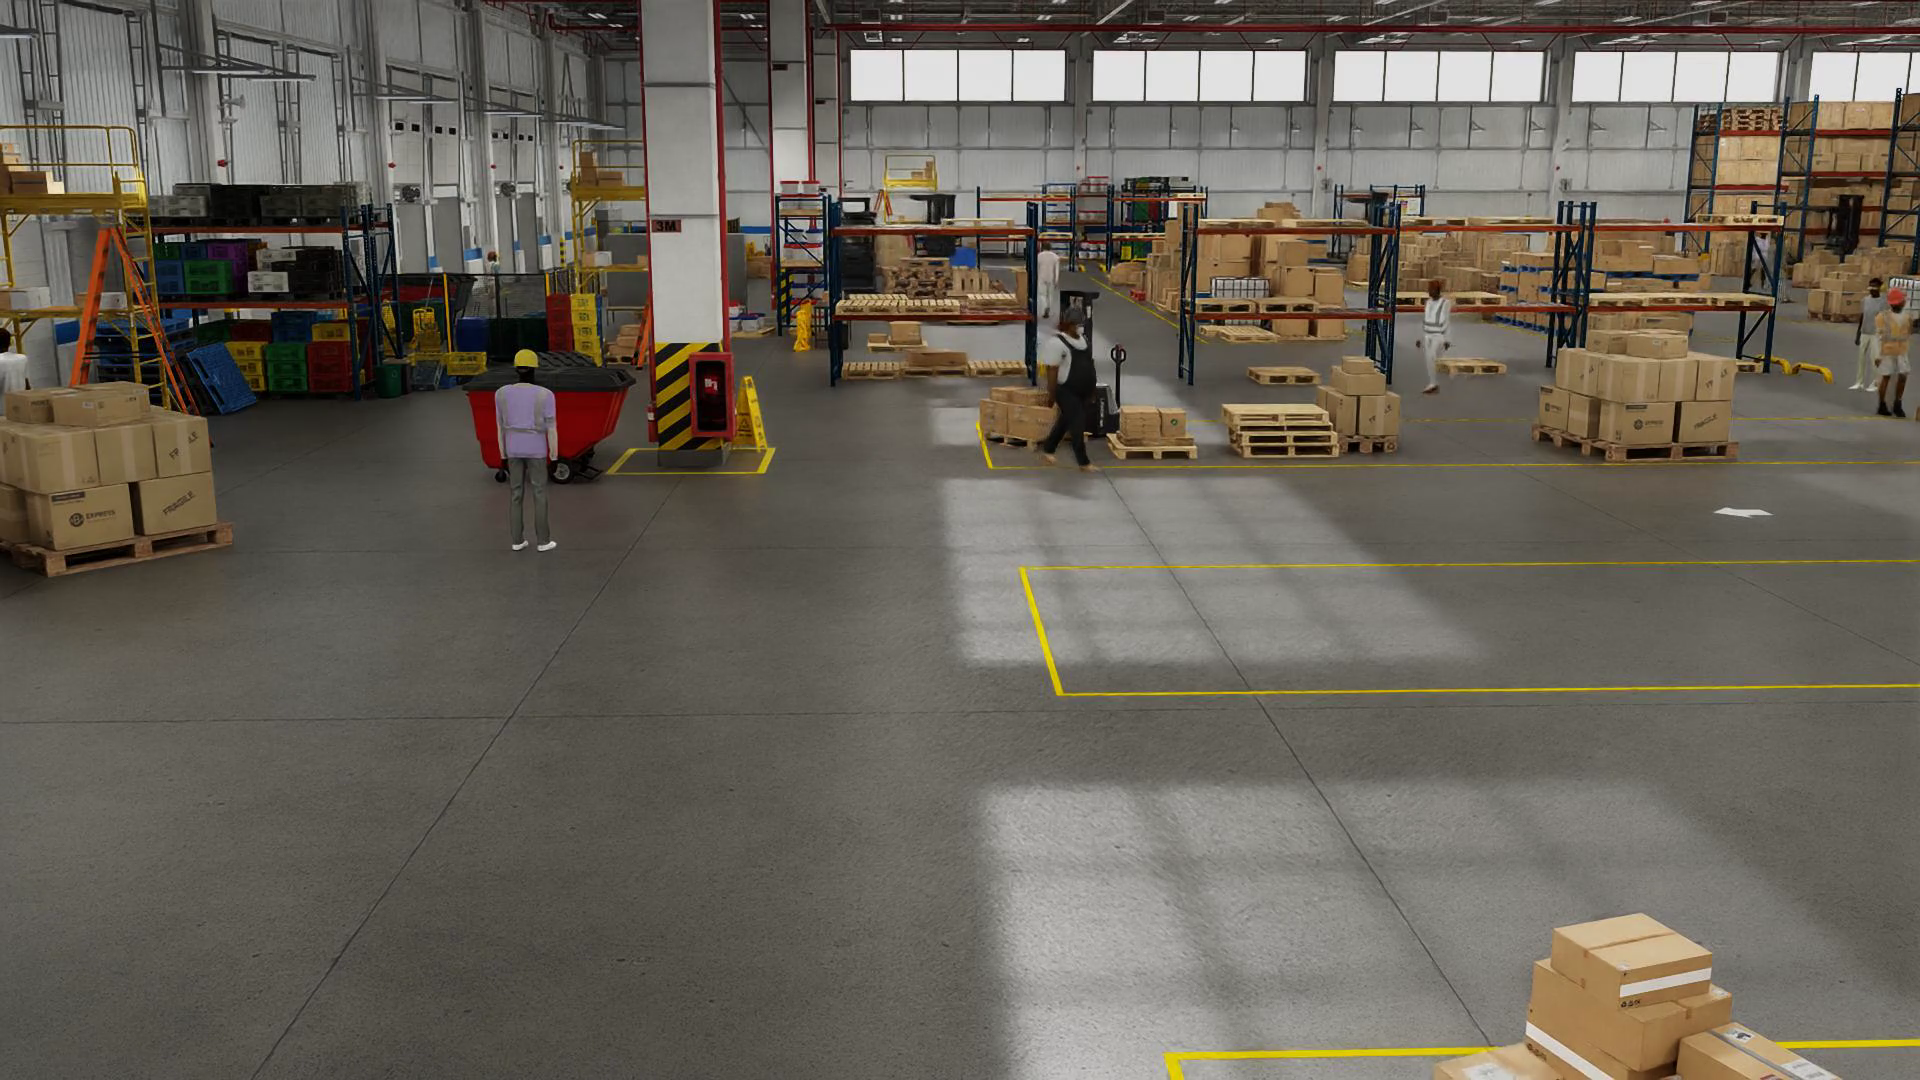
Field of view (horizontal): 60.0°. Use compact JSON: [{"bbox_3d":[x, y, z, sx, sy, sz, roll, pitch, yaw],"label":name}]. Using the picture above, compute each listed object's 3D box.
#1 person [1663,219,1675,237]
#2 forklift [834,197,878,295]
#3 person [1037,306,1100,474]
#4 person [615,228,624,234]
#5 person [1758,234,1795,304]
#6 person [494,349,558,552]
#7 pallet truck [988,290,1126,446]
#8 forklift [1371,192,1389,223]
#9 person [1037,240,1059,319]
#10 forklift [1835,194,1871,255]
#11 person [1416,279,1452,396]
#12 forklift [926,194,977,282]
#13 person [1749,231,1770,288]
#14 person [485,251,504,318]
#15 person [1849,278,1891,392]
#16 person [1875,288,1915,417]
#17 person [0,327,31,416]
[{"bbox_3d":[23.849,-9.868,56.290,0.611,1.995,0.375,-1,13,-5],"label":"person"},{"bbox_3d":[-3.061,-8.503,48.113,1.129,2.768,1.873,-2,13,-10],"label":"forklift"},{"bbox_3d":[1.294,-1.860,20.028,0.999,2.000,0.678,9,16,36],"label":"person"},{"bbox_3d":[-10.370,-8.515,50.451,0.598,1.886,0.966,8,15,33],"label":"person"},{"bbox_3d":[22.346,-7.422,45.489,0.986,1.904,0.640,7,14,30],"label":"person"},{"bbox_3d":[-4.078,-0.842,15.725,0.581,1.919,0.400,1,13,3],"label":"person"},{"bbox_3d":[1.257,-2.299,22.111,1.885,1.965,0.823,-9,15,-35],"label":"pallet truck"},{"bbox_3d":[15.072,-11.111,59.888,1.873,2.768,1.129,0,12,-2],"label":"forklift"},{"bbox_3d":[2.100,-6.318,40.428,0.628,1.924,0.722,-3,13,-11],"label":"person"},{"bbox_3d":[28.687,-9.750,53.743,1.873,2.768,1.129,0,12,-2],"label":"forklift"},{"bbox_3d":[7.515,-3.215,26.542,0.507,1.863,0.600,-6,14,-24],"label":"person"},{"bbox_3d":[-0.474,-9.888,54.365,1.873,2.768,1.129,-7,14,-28],"label":"forklift"},{"bbox_3d":[24.738,-8.753,51.494,0.556,1.902,0.946,-1,13,-5],"label":"person"},{"bbox_3d":[-11.478,-6.268,40.873,0.523,1.632,0.313,11,17,41],"label":"person"},{"bbox_3d":[14.918,-3.359,27.223,0.331,1.860,0.543,-6,14,-26],"label":"person"},{"bbox_3d":[13.637,-2.736,24.333,0.553,1.885,0.640,1,13,6],"label":"person"},{"bbox_3d":[-10.565,-1.435,18.516,0.328,1.865,0.521,5,13,20],"label":"person"}]
